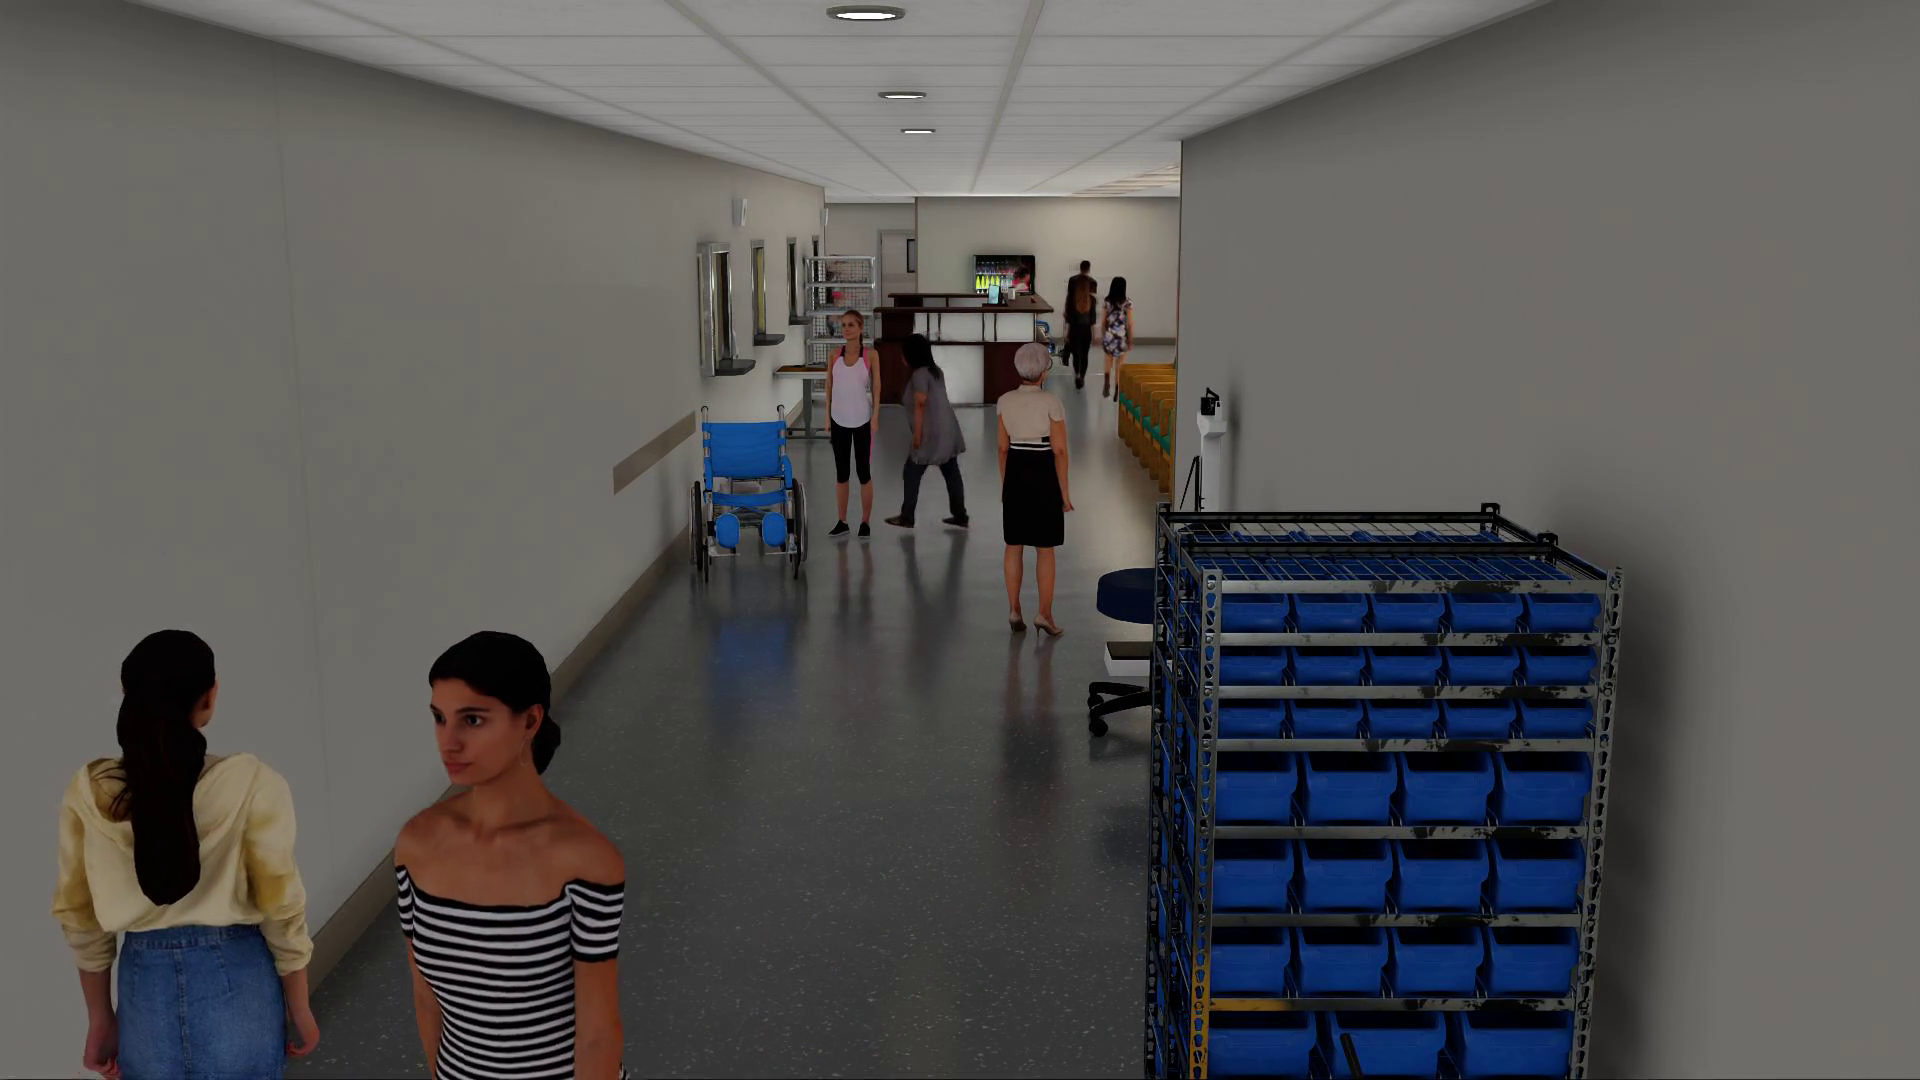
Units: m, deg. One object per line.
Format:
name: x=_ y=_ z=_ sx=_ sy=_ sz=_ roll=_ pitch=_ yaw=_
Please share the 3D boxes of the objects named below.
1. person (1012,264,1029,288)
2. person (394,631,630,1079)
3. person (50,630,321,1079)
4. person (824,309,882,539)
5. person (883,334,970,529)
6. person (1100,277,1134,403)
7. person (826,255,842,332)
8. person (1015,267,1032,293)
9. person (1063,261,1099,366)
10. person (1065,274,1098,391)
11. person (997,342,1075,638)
person: x=1.088 y=-4.281 z=30.975 sx=0.700 sy=1.728 sz=0.664 roll=7 pitch=13 yaw=34
person: x=-0.659 y=1.037 z=2.853 sx=1.108 sy=1.765 sz=0.837 roll=3 pitch=11 yaw=13
person: x=-1.594 y=1.002 z=3.427 sx=0.765 sy=1.619 sz=0.728 roll=-1 pitch=11 yaw=-4
person: x=-0.841 y=-0.912 z=13.061 sx=0.544 sy=1.788 sz=0.712 roll=3 pitch=11 yaw=14
person: x=-0.167 y=-0.851 z=13.329 sx=0.959 sy=1.568 sz=0.847 roll=7 pitch=13 yaw=33
person: x=2.116 y=-2.739 z=22.859 sx=0.819 sy=1.725 sz=0.815 roll=3 pitch=11 yaw=18
person: x=-2.927 y=-5.637 z=38.156 sx=1.215 sy=1.717 sz=0.941 roll=4 pitch=11 yaw=19
person: x=1.003 y=-3.927 z=29.182 sx=0.773 sy=1.701 sz=0.752 roll=-3 pitch=11 yaw=-17
person: x=2.005 y=-3.836 z=28.370 sx=0.902 sy=1.826 sz=0.993 roll=6 pitch=12 yaw=27
person: x=1.775 y=-3.036 z=24.538 sx=1.041 sy=1.683 sz=0.683 roll=0 pitch=11 yaw=1
person: x=0.428 y=-0.295 z=9.895 sx=0.640 sy=1.756 sz=0.760 roll=6 pitch=12 yaw=30
